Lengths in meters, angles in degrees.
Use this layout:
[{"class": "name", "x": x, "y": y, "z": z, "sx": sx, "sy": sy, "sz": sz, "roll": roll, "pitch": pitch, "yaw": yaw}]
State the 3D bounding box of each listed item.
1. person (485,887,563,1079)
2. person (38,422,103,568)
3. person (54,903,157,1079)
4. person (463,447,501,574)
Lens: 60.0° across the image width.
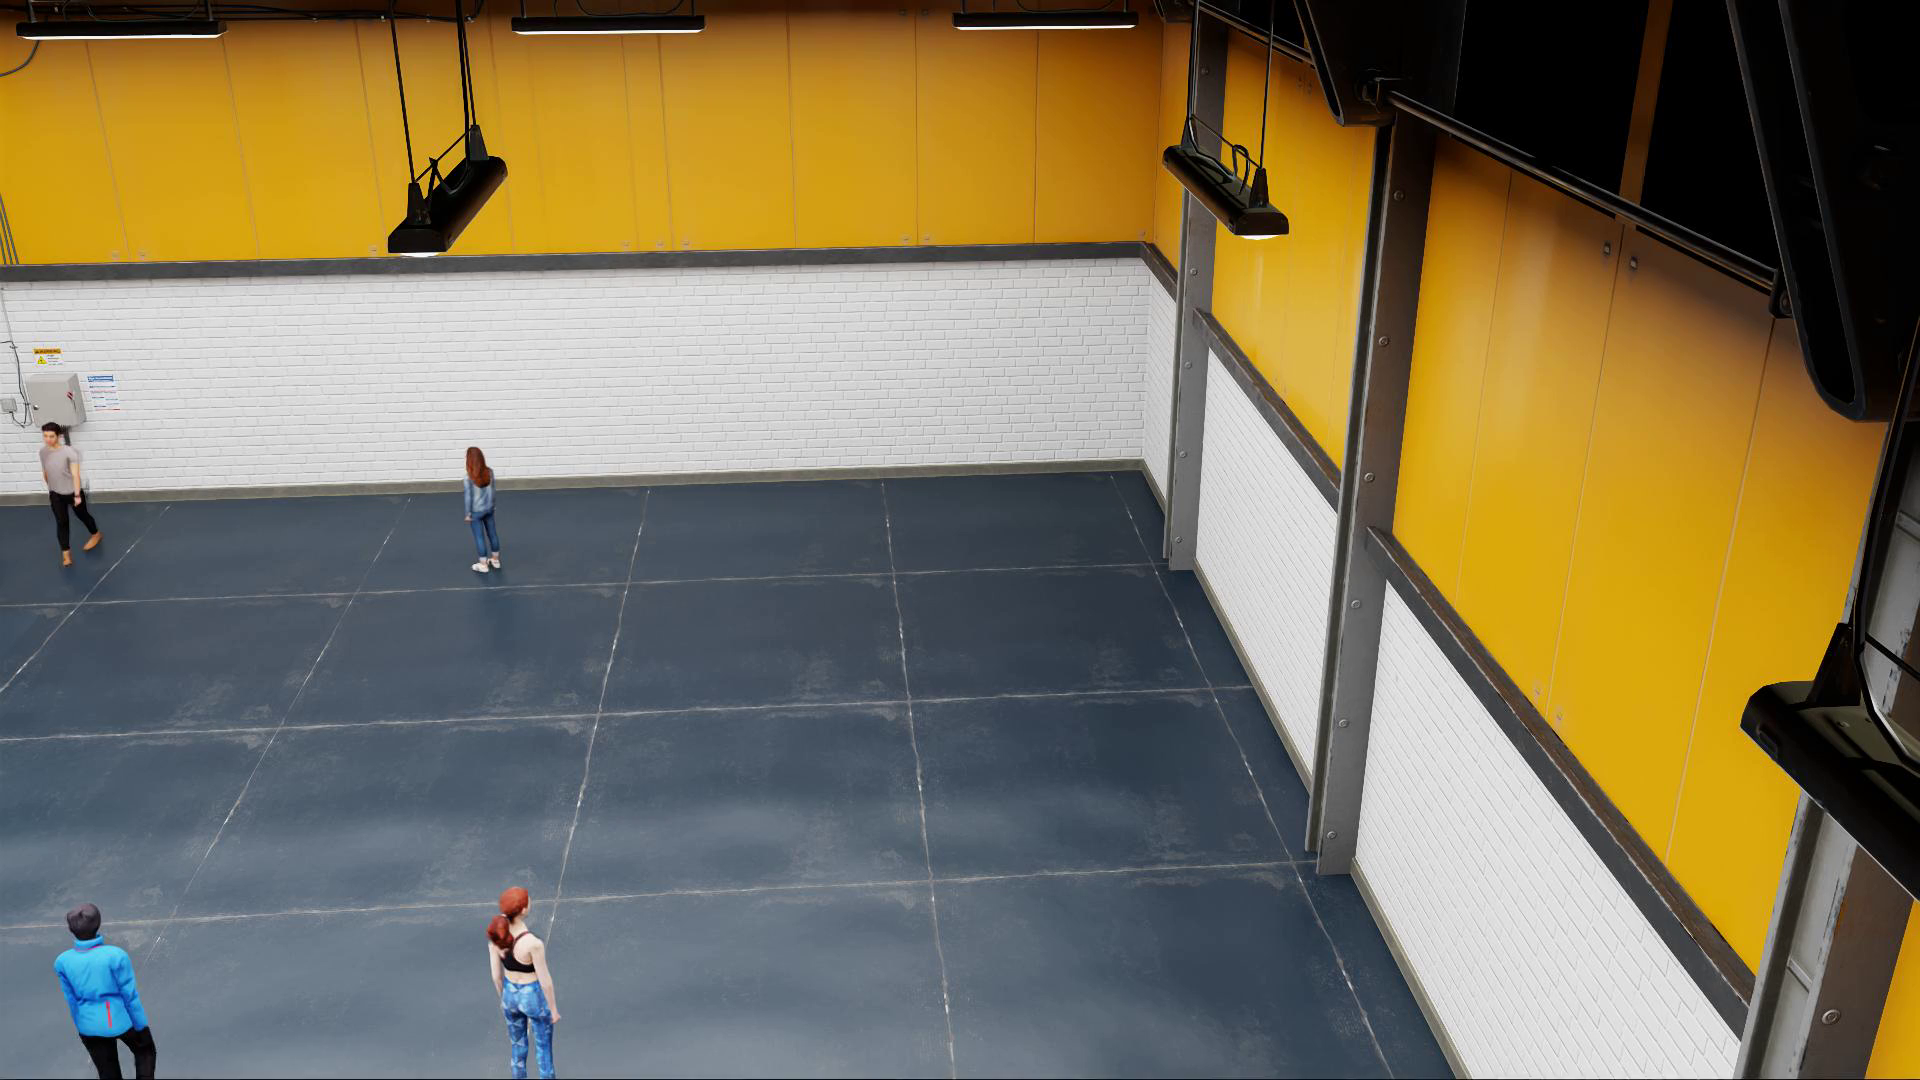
[{"class": "person", "x": -2.795, "y": 3.016, "z": 10.745, "sx": 0.662, "sy": 1.788, "sz": 0.695, "roll": 7, "pitch": 25, "yaw": 16}, {"class": "person", "x": -10.240, "y": -0.582, "z": 19.117, "sx": 0.658, "sy": 1.675, "sz": 1.075, "roll": 2, "pitch": 24, "yaw": 5}, {"class": "person", "x": -5.403, "y": 3.125, "z": 10.504, "sx": 0.643, "sy": 1.782, "sz": 0.591, "roll": -3, "pitch": 24, "yaw": -7}, {"class": "person", "x": -5.419, "y": -0.353, "z": 18.841, "sx": 0.694, "sy": 1.477, "sz": 0.622, "roll": 17, "pitch": 29, "yaw": 34}]
